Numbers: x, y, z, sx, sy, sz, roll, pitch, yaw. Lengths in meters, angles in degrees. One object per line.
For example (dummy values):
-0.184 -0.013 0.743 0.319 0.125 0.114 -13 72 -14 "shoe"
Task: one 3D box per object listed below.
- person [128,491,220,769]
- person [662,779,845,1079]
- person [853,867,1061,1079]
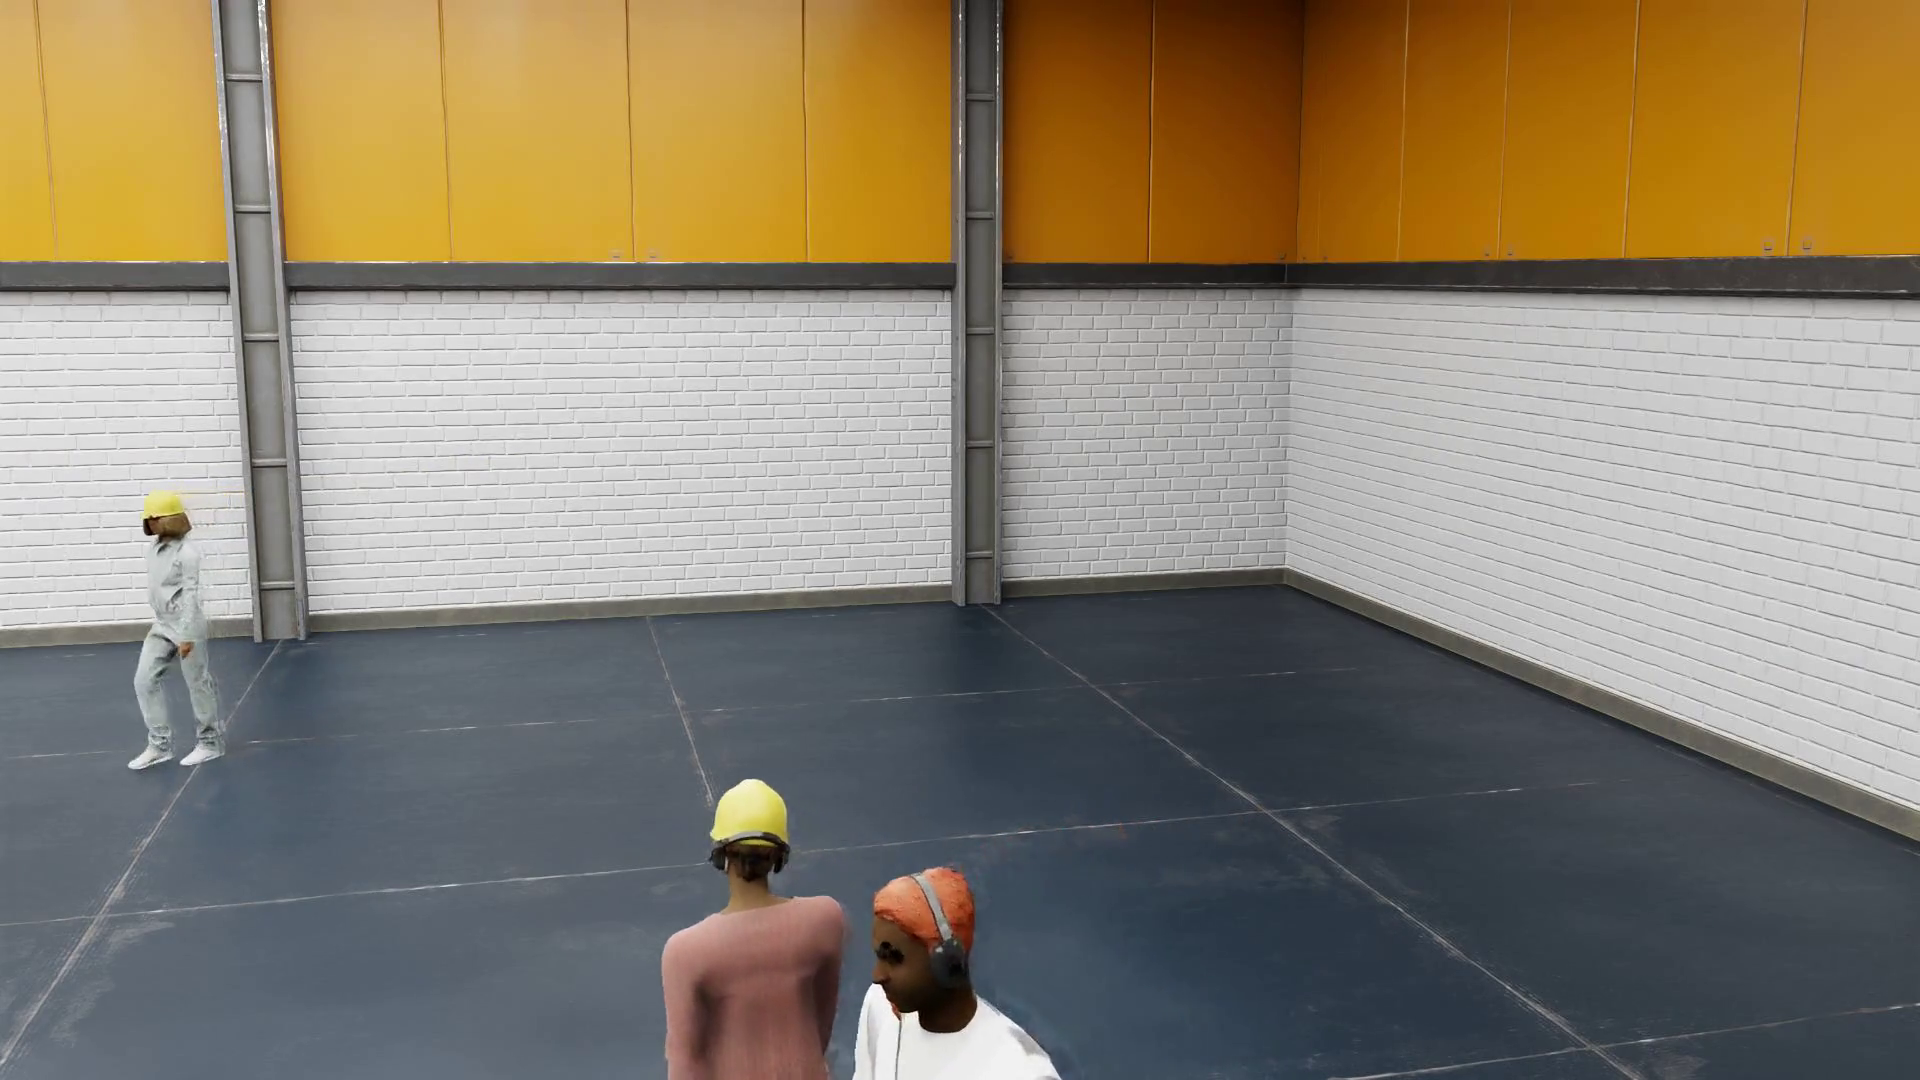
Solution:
-4.838 0.558 10.123 0.518 1.717 0.649 6 11 32 "person"
-0.516 1.489 4.364 0.503 1.719 0.910 -3 10 -20 "person"
-0.027 1.574 3.513 1.014 1.835 0.562 -6 11 -31 "person"
